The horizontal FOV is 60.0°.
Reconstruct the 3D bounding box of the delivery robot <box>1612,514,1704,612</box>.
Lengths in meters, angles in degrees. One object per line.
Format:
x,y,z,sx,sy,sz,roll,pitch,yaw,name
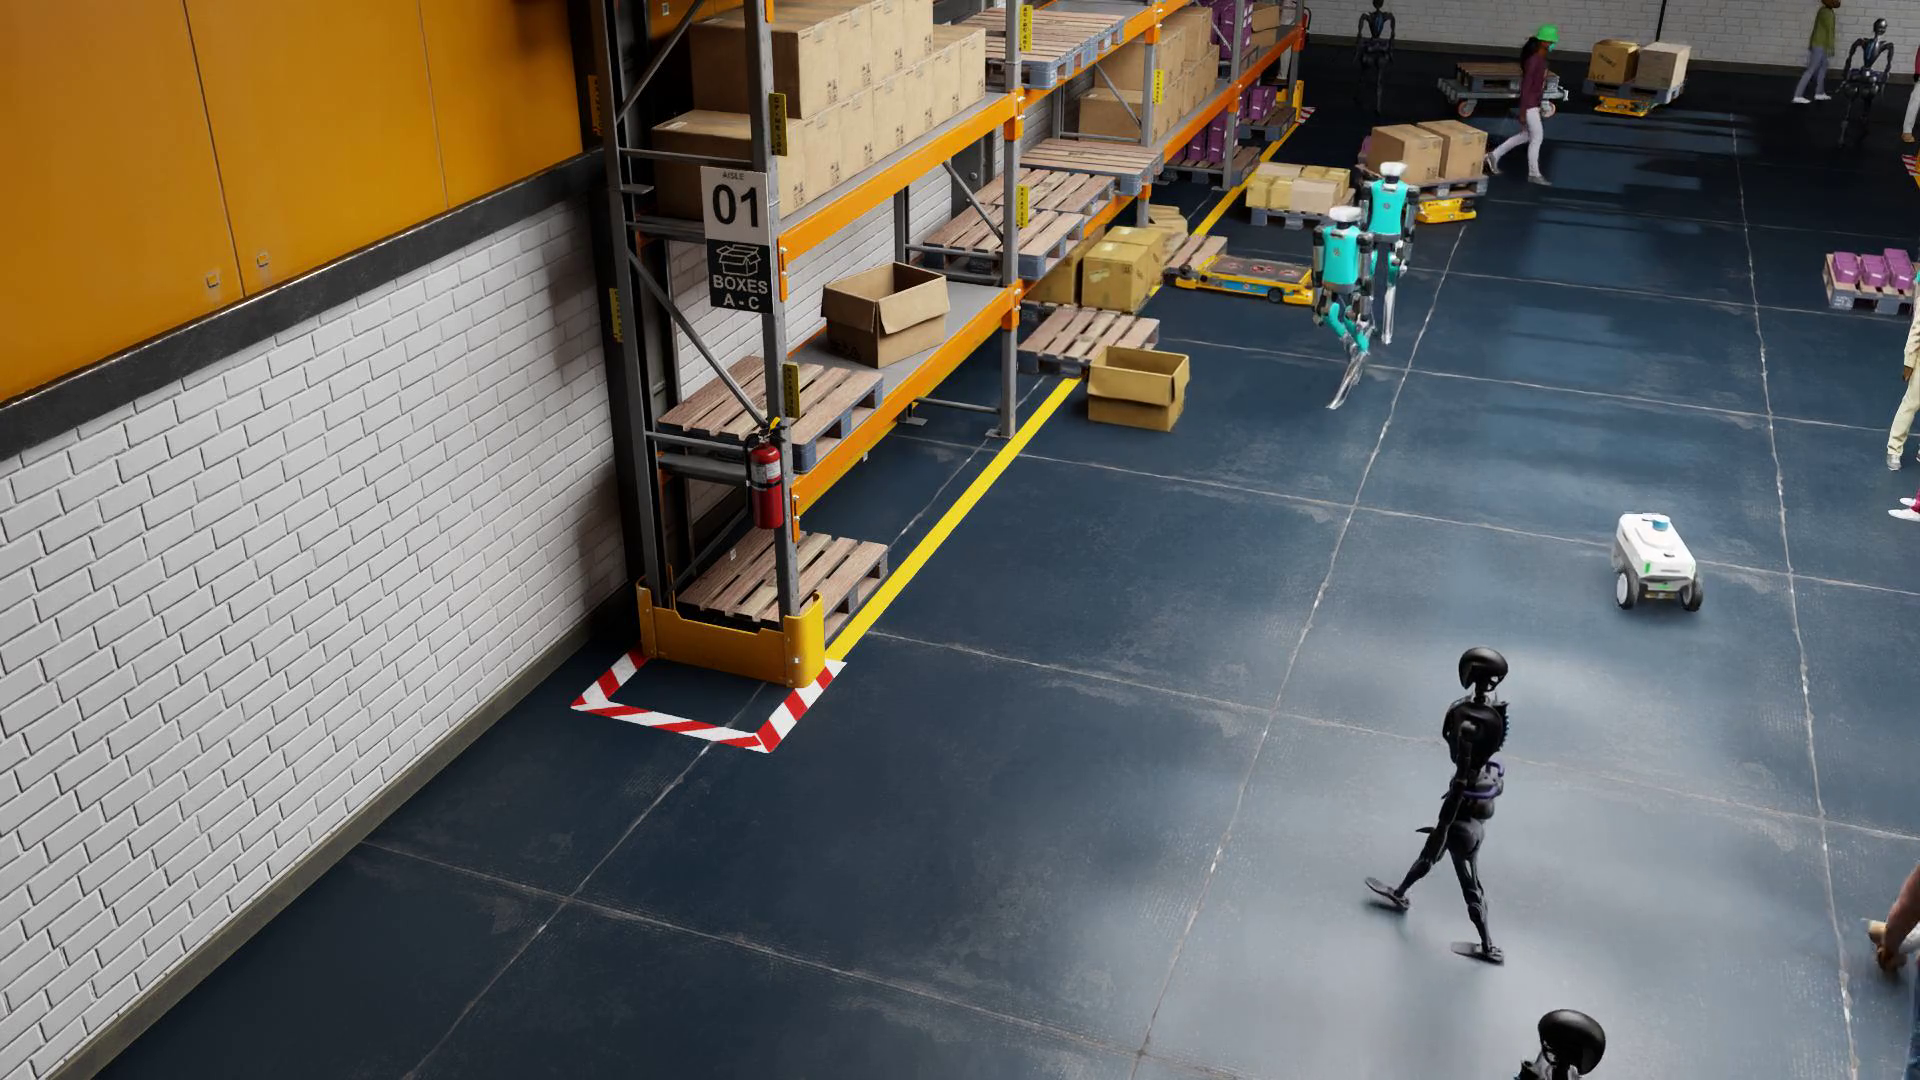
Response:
4.669,0.135,11.181,0.499,0.599,0.774,2,27,4,delivery robot

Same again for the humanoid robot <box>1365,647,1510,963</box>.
2.321,1.231,7.860,0.735,1.630,0.596,13,30,24,humanoid robot

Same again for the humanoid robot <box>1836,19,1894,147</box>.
11.945,-6.059,22.000,0.586,1.631,0.734,19,33,33,humanoid robot

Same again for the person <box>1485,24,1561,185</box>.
6.930,-5.325,20.289,0.828,1.918,0.504,17,32,30,person

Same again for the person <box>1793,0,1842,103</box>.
12.611,-7.163,24.182,0.706,1.610,0.512,4,28,8,person

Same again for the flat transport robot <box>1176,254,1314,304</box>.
2.979,-2.655,16.901,1.431,0.231,0.659,12,30,22,flat transport robot

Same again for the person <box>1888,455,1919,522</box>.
7.104,-0.906,12.029,0.280,1.628,0.501,22,35,36,person

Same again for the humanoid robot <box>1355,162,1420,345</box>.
3.896,-2.645,15.254,0.531,1.769,0.712,9,29,17,humanoid robot

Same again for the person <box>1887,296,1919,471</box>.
7.536,-1.366,12.774,0.562,1.755,0.322,1,27,3,person

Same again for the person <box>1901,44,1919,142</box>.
12.990,-6.227,22.121,0.618,1.838,0.430,-2,27,-4,person

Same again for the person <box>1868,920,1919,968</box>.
4.740,1.364,7.433,0.841,1.808,0.634,19,33,32,person

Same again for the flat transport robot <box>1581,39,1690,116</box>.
9.778,-6.400,24.165,0.659,0.231,1.431,18,32,31,flat transport robot

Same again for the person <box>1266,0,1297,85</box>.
4.928,-7.928,25.310,0.373,1.940,0.629,7,28,14,person

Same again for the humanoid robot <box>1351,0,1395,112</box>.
5.937,-6.991,23.824,0.616,1.621,0.785,-2,27,-4,humanoid robot

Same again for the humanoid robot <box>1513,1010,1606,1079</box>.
1.914,2.289,5.831,0.726,1.643,0.586,7,28,12,humanoid robot

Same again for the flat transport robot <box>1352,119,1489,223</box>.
5.378,-4.022,19.552,0.659,0.231,1.431,-9,29,-17,flat transport robot

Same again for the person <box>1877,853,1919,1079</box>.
4.037,1.659,6.676,0.641,1.964,0.672,8,28,14,person

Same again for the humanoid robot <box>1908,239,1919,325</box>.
9.248,-2.815,15.722,0.568,1.889,0.777,4,28,8,humanoid robot

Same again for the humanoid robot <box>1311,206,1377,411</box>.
3.324,-1.982,14.074,0.560,1.847,0.851,20,33,34,humanoid robot
